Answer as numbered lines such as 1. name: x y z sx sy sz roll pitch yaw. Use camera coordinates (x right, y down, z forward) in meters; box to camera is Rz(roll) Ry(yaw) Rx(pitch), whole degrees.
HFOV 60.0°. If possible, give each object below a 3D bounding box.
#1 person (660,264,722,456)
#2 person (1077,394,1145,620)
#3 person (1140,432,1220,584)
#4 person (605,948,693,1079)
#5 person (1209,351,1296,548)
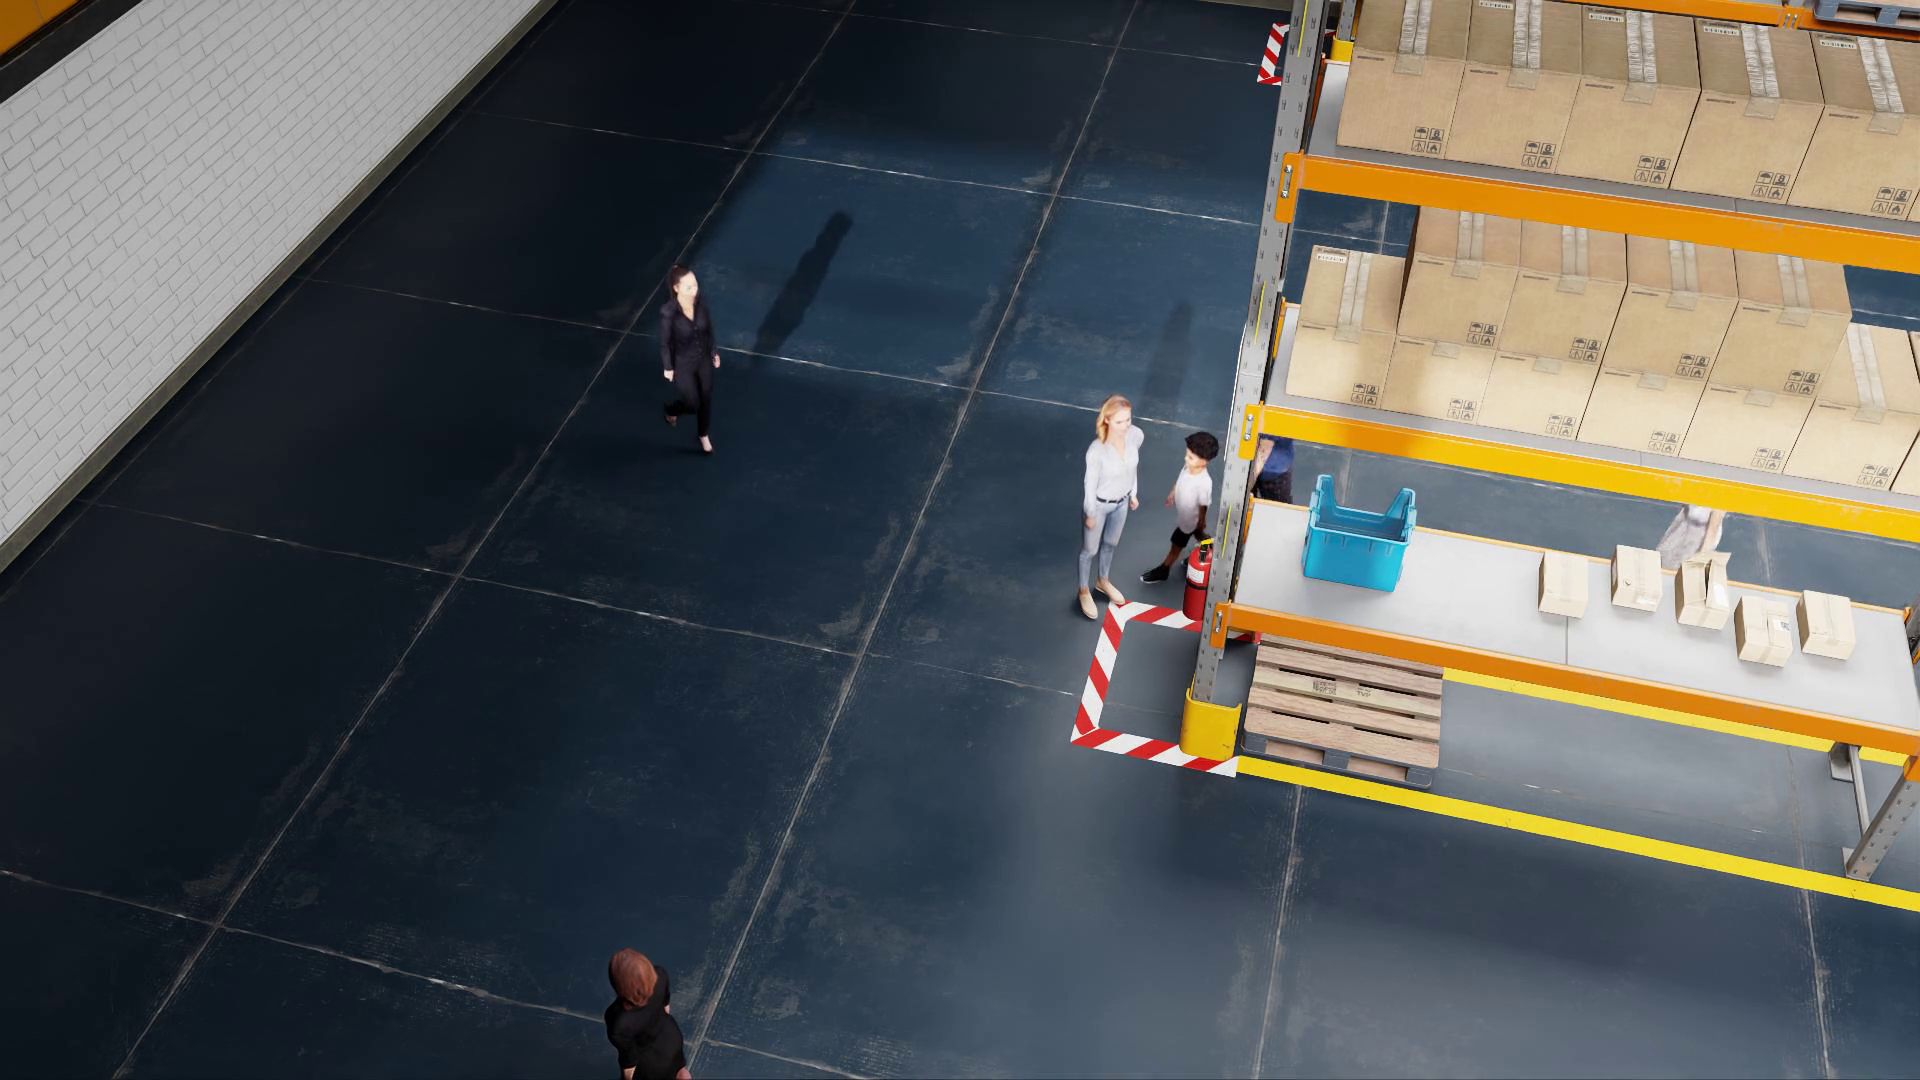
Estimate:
1. person: -2.028 -1.328 12.256 0.875 1.697 0.771 32 52 29
2. person: 0.979 -0.247 11.050 0.653 1.796 0.708 -23 48 -22
3. person: 1.643 -0.245 11.454 0.864 1.234 0.715 -10 44 -10
4. person: -1.515 2.529 8.204 0.530 1.701 0.609 16 46 16
5. person: 2.204 -0.513 11.306 1.171 1.827 0.730 5 44 5
